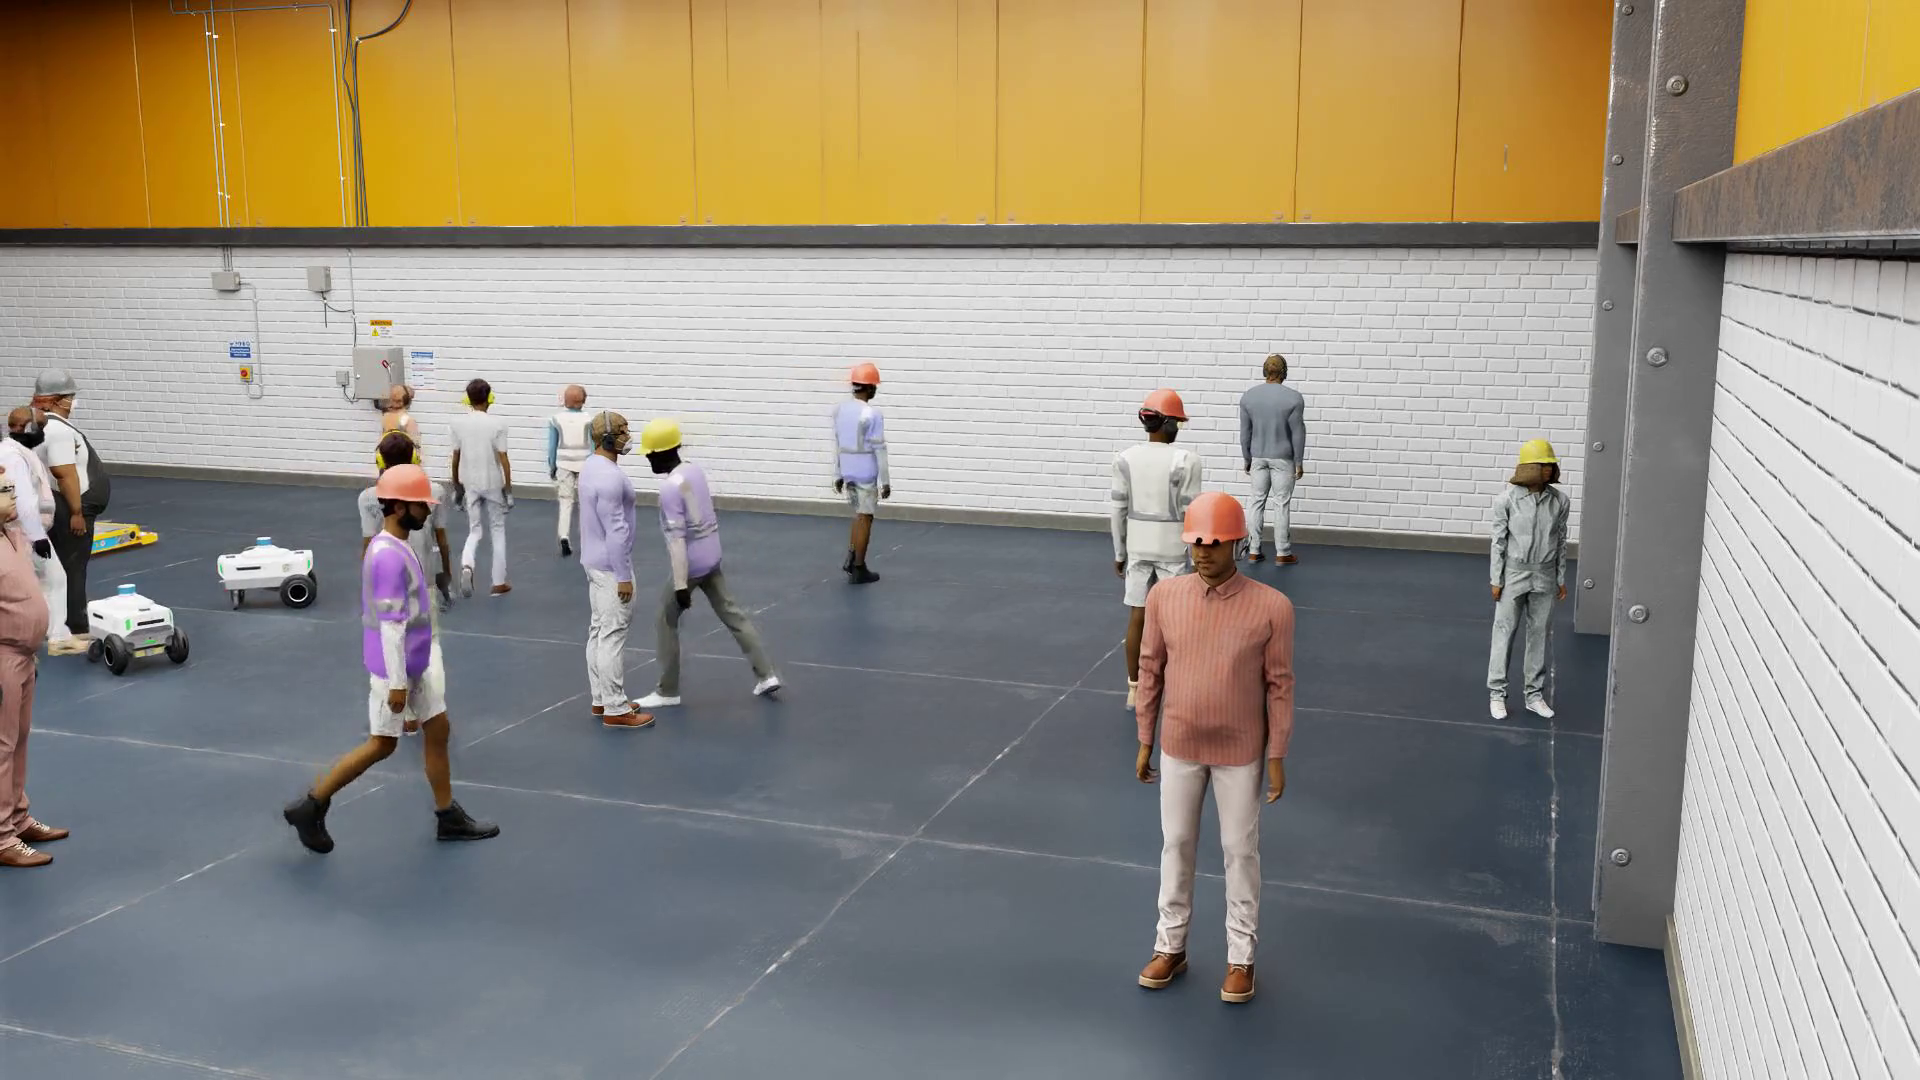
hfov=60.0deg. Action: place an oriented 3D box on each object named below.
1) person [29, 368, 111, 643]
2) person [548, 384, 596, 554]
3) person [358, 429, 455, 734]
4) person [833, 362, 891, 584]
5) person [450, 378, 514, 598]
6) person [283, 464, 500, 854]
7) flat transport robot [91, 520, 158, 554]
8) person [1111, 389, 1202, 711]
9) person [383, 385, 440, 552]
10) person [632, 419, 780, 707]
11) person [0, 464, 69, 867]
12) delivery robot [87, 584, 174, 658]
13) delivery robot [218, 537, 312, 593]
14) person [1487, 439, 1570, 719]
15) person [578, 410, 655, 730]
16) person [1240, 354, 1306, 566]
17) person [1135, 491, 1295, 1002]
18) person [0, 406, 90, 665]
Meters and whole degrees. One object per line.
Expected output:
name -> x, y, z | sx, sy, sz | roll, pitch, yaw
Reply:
person -> -6.547, -0.254, 12.250 | 0.538, 2.000, 0.687 | -10, 14, -44
person -> -3.680, -0.684, 15.876 | 0.521, 1.609, 0.775 | 0, 10, -2
person -> -3.241, 0.274, 9.796 | 0.530, 1.858, 0.611 | -5, 11, -26
person -> -0.825, -0.575, 14.397 | 0.565, 1.917, 0.437 | 10, 14, 43
person -> -3.950, -0.412, 13.710 | 0.539, 1.840, 0.662 | 0, 10, 2
person -> -2.783, 0.577, 7.995 | 0.934, 1.901, 0.554 | -3, 10, -14
flat transport robot -> -8.358, 0.021, 15.686 | 0.652, 0.197, 1.431 | 3, 10, 14
person -> 1.246, 0.075, 10.409 | 0.605, 2.037, 0.394 | 6, 12, 29
person -> -5.250, -0.650, 15.662 | 0.526, 1.624, 0.635 | 9, 13, 41
person -> -1.593, 0.149, 10.531 | 0.892, 1.862, 0.628 | 2, 10, 11
person -> -4.534, 0.584, 7.896 | 0.408, 1.913, 0.641 | -3, 10, -16
delivery robot -> -5.802, 0.552, 11.628 | 0.707, 0.478, 0.477 | 9, 13, 41
delivery robot -> -5.633, 0.222, 13.488 | 0.707, 0.478, 0.477 | -4, 11, -21
person -> 3.520, 0.243, 10.281 | 0.493, 1.745, 0.286 | -1, 10, -6
person -> -2.111, 0.178, 10.103 | 0.372, 1.940, 0.632 | -5, 11, -24
person -> 2.859, -0.730, 15.220 | 0.631, 1.940, 0.372 | 6, 12, 32
person -> 0.975, 0.795, 6.468 | 0.622, 1.993, 0.382 | 4, 11, 23
person -> -6.455, -0.020, 11.605 | 0.722, 1.803, 0.736 | -3, 11, -17
